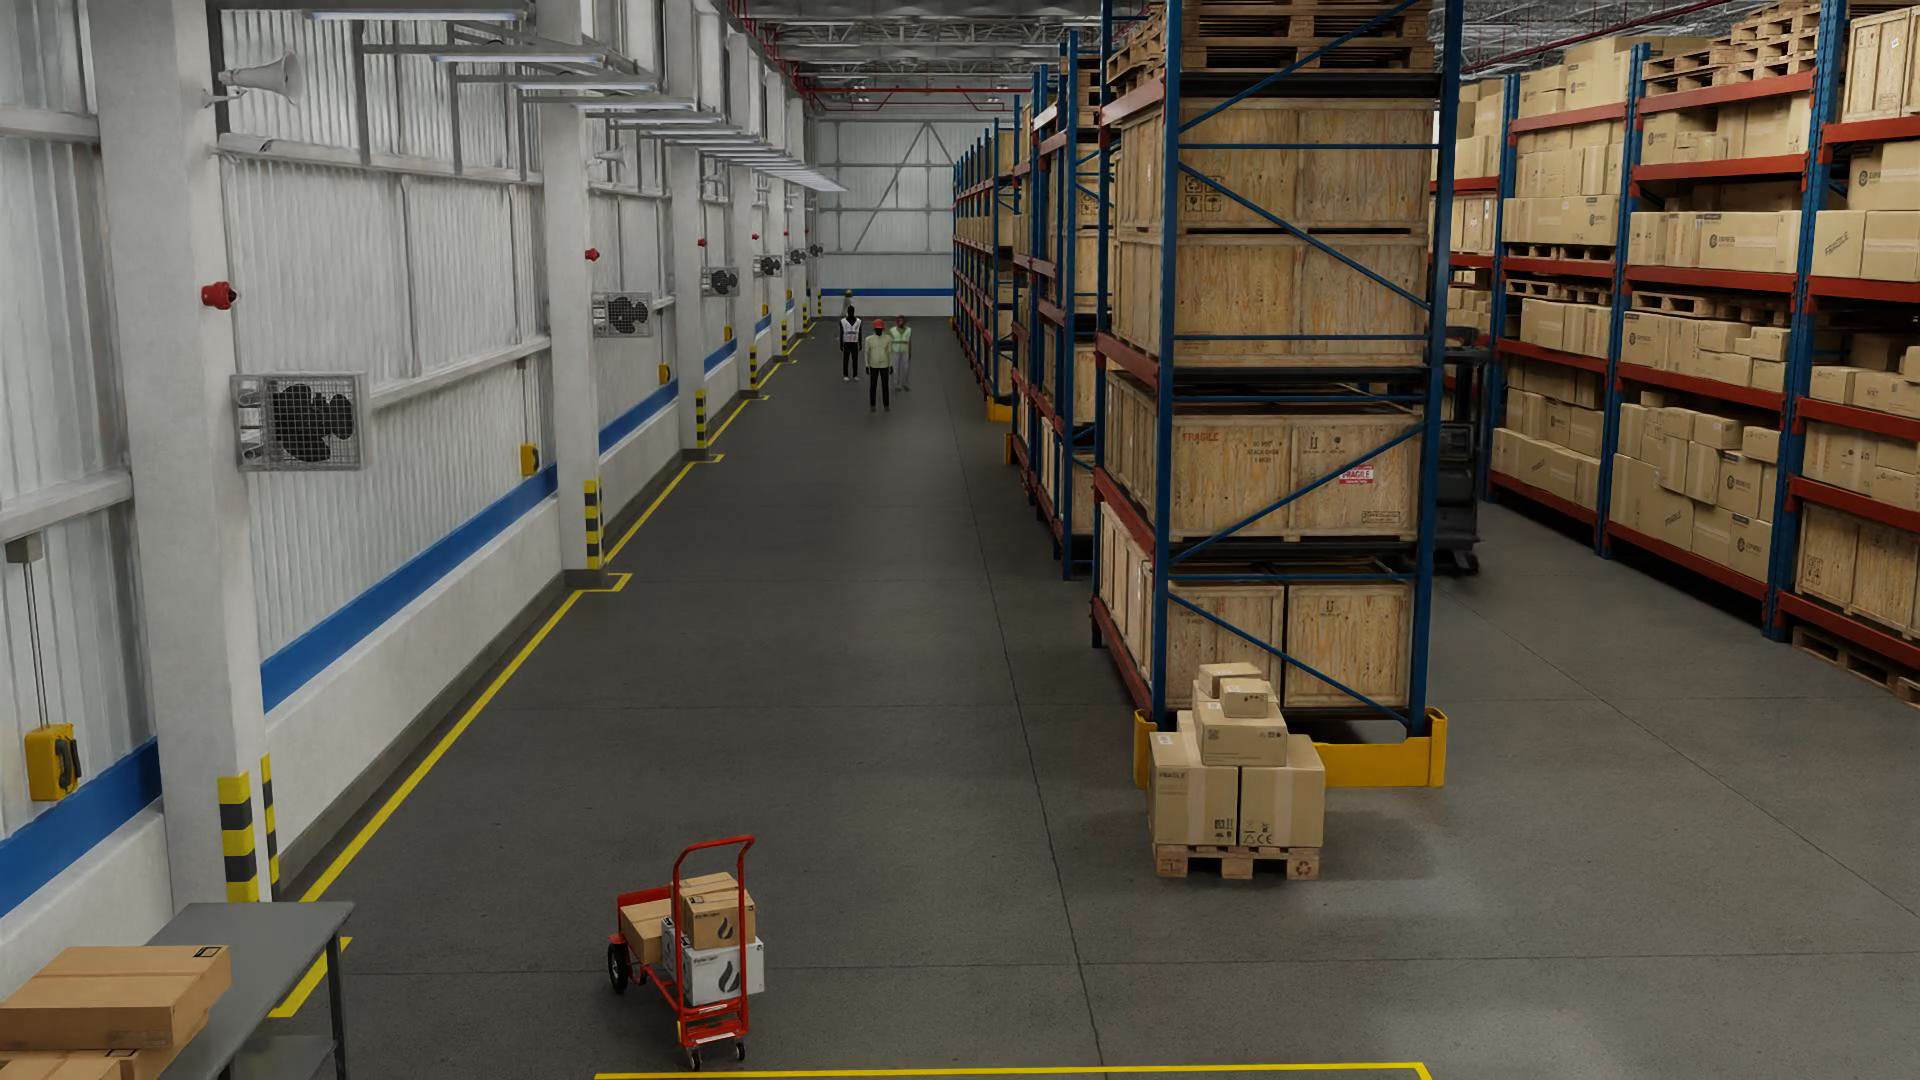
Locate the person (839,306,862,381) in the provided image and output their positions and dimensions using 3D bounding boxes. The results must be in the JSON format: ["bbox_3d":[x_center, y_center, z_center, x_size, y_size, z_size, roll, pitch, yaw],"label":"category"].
[{"bbox_3d":[-2.794,-5.023,42.513,0.589,1.912,0.398,-4,12,-19],"label":"person"}]

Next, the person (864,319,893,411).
[{"bbox_3d":[-1.739,-3.743,35.665,0.619,1.986,0.410,-2,11,-10],"label":"person"}]

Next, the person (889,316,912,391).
[{"bbox_3d":[-1.404,-4.450,39.786,0.573,1.816,0.827,-3,11,-14],"label":"person"}]

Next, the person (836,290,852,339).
[{"bbox_3d":[-3.906,-7.769,57.367,0.924,1.687,0.516,-9,14,-39],"label":"person"}]

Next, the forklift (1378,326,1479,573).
[{"bbox_3d":[5.623,-1.161,19.891,1.129,2.768,1.873,2,11,12],"label":"forklift"}]
